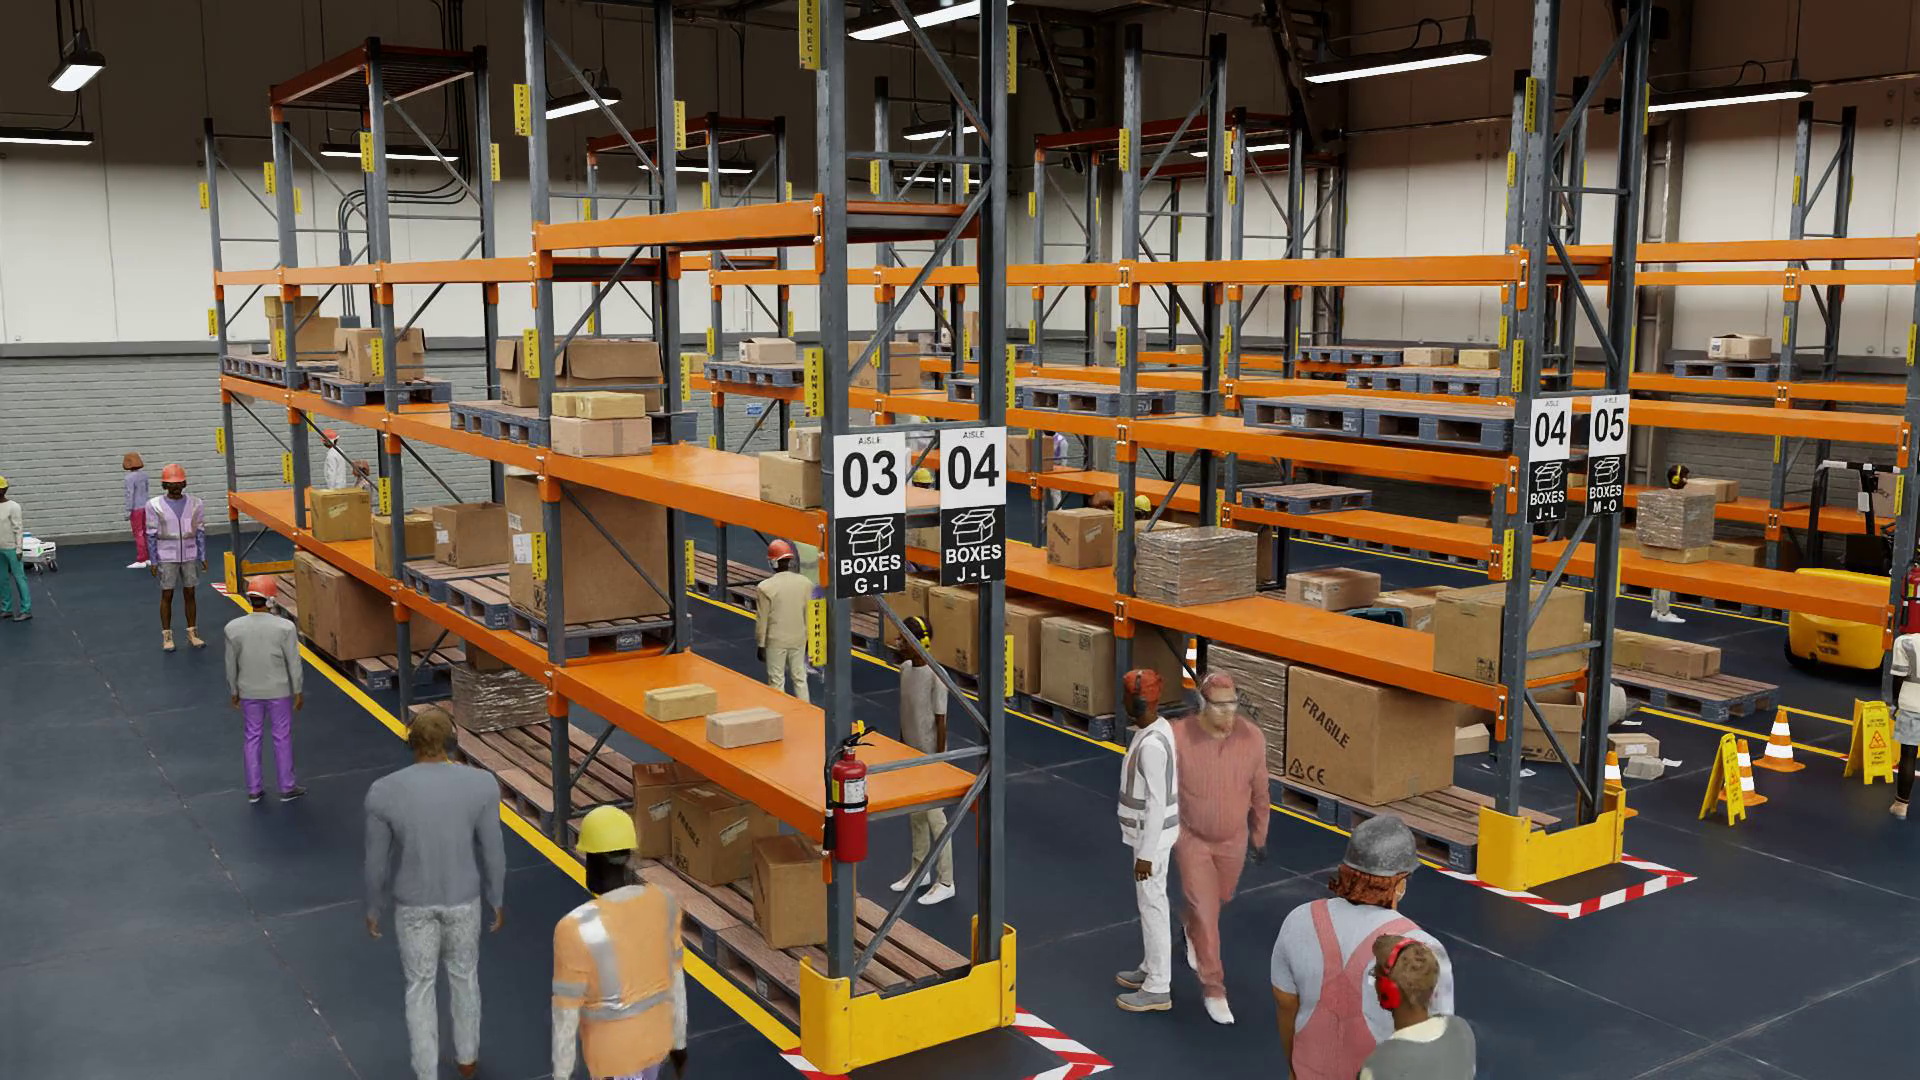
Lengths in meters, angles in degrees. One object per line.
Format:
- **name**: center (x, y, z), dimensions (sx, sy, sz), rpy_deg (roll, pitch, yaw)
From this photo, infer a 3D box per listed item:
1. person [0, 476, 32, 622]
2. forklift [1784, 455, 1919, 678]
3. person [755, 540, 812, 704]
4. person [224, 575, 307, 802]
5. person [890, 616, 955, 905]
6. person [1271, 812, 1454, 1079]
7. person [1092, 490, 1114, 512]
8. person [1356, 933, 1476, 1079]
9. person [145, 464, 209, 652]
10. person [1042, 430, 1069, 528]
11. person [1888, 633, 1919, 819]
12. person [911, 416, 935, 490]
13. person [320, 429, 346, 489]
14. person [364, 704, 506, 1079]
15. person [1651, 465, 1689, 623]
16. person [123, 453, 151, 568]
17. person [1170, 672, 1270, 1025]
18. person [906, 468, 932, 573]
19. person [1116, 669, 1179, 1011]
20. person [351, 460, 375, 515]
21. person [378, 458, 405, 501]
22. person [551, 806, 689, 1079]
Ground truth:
- **person**: center (-11.301, 0.100, 19.657), dimensions (0.523, 1.759, 0.366), rpy_deg (2, 9, 15)
- **forklift**: center (9.643, 0.253, 17.172), dimensions (2.313, 2.155, 1.214), rpy_deg (-6, 10, -33)
- **person**: center (-1.561, 0.863, 14.608), dimensions (0.563, 1.743, 0.360), rpy_deg (-7, 11, -38)
- **person**: center (-5.317, 1.134, 12.768), dimensions (0.573, 1.746, 0.345), rpy_deg (0, 9, -1)
- **person**: center (-0.241, 1.398, 10.677), dimensions (0.325, 1.861, 0.502), rpy_deg (-6, 10, -35)
- **person**: center (1.523, 1.986, 6.135), dimensions (0.688, 2.000, 0.536), rpy_deg (7, 11, 41)
- **person**: center (1.697, 0.232, 19.307), dimensions (0.322, 1.598, 0.592), rpy_deg (-1, 9, -4)
- **person**: center (1.545, 2.205, 5.511), dimensions (0.578, 1.801, 0.963), rpy_deg (-7, 11, -39)
- **person**: center (-8.508, 0.186, 18.113), dimensions (0.605, 2.045, 0.377), rpy_deg (-7, 11, -41)
- **person**: center (1.469, -1.075, 27.224), dimensions (0.633, 1.835, 0.430), rpy_deg (7, 11, 40)
- **person**: center (7.137, 1.238, 12.251), dimensions (0.540, 1.700, 0.316), rpy_deg (4, 9, 24)
- **person**: center (-0.596, -1.379, 29.385), dimensions (0.926, 1.793, 0.584), rpy_deg (8, 12, 43)
- **person**: center (-9.862, -0.876, 26.189), dimensions (0.350, 1.743, 0.563), rpy_deg (-1, 9, -7)
- **person**: center (-2.551, 1.747, 8.135), dimensions (0.641, 1.937, 0.415), rpy_deg (-3, 9, -19)
- **person**: center (8.418, 0.040, 19.683), dimensions (0.329, 1.865, 0.516), rpy_deg (1, 9, 8)
- **person**: center (-11.637, -0.421, 23.510), dimensions (0.280, 1.634, 0.499), rpy_deg (1, 9, 4)
- **person**: center (1.375, 1.613, 9.213), dimensions (0.659, 1.871, 0.948), rpy_deg (-2, 9, -12)
- **person**: center (-0.465, 0.005, 20.238), dimensions (0.526, 1.768, 0.331), rpy_deg (-6, 11, -37)
- **person**: center (1.025, 1.623, 9.081), dimensions (0.346, 1.880, 0.578), rpy_deg (1, 9, 8)
- **person**: center (-8.070, -0.271, 22.499), dimensions (0.308, 1.641, 0.514), rpy_deg (-7, 11, -38)
- **person**: center (-8.725, -0.722, 25.552), dimensions (0.286, 1.626, 0.508), rpy_deg (5, 10, 28)
- **person**: center (-1.339, 2.002, 6.568), dimensions (0.672, 1.890, 0.601), rpy_deg (6, 10, 34)
